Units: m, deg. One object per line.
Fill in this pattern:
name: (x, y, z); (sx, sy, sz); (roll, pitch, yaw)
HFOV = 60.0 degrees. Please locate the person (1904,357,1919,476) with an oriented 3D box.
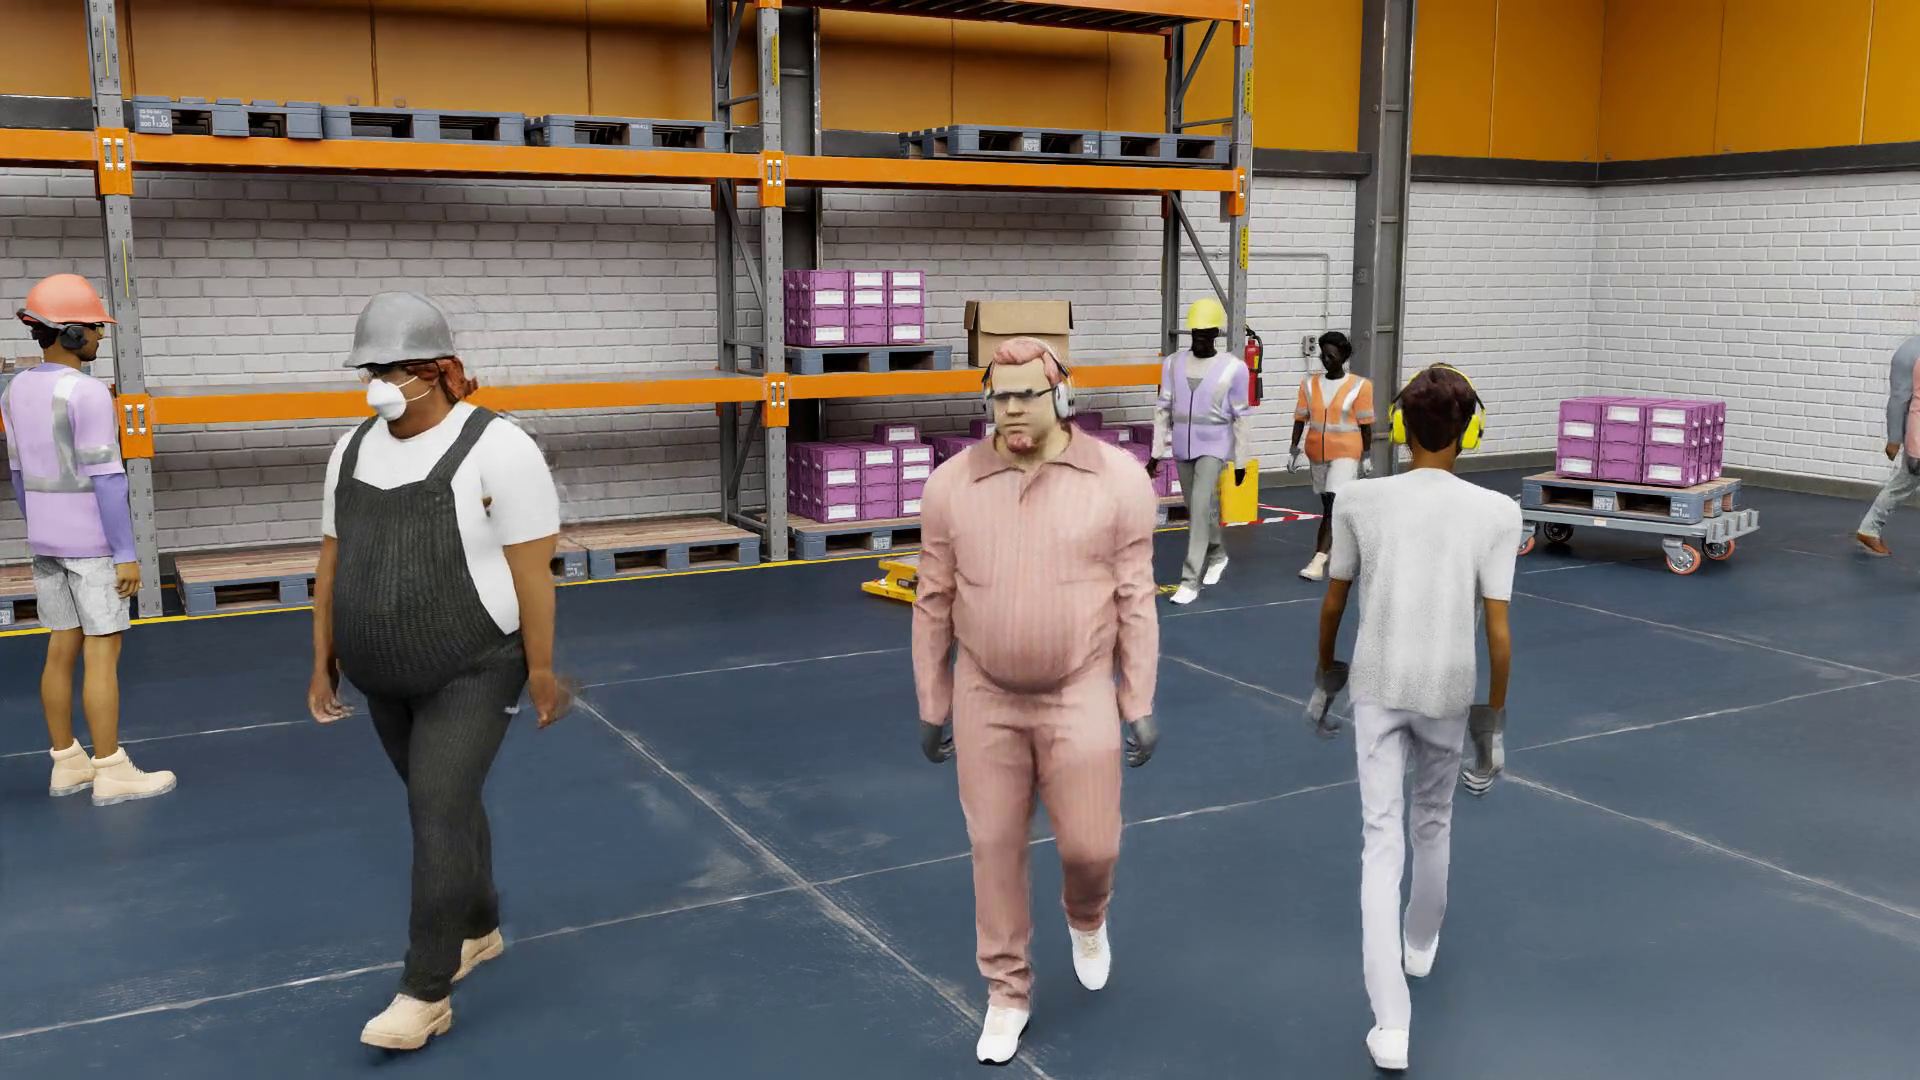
person: (6.341, -0.559, 10.389); (0.668, 1.880, 0.776); (-1, 9, -5)

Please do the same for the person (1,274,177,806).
person: (-3.392, 0.005, 6.439); (0.608, 2.044, 0.370); (5, 11, 29)

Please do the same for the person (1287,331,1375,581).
person: (2.488, -0.575, 11.171); (0.544, 1.646, 0.891); (8, 12, 39)

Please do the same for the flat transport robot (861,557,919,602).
flat transport robot: (0.130, 0.199, 10.642); (1.431, 0.197, 0.652); (-8, 12, -41)

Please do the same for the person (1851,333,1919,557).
person: (6.703, -0.763, 11.589); (0.639, 1.893, 1.013); (-5, 11, -29)

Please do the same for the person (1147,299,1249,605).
person: (1.548, -0.585, 10.535); (0.588, 1.886, 0.971); (7, 12, 37)

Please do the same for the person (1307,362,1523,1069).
person: (1.216, 0.435, 4.525); (0.537, 1.813, 0.978); (2, 10, 14)

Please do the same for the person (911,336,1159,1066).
person: (0.195, 0.407, 4.431); (0.671, 1.893, 0.542); (2, 9, 11)

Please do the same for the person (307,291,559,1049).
person: (-1.521, 0.318, 4.536); (0.702, 2.000, 0.896); (4, 10, 24)
